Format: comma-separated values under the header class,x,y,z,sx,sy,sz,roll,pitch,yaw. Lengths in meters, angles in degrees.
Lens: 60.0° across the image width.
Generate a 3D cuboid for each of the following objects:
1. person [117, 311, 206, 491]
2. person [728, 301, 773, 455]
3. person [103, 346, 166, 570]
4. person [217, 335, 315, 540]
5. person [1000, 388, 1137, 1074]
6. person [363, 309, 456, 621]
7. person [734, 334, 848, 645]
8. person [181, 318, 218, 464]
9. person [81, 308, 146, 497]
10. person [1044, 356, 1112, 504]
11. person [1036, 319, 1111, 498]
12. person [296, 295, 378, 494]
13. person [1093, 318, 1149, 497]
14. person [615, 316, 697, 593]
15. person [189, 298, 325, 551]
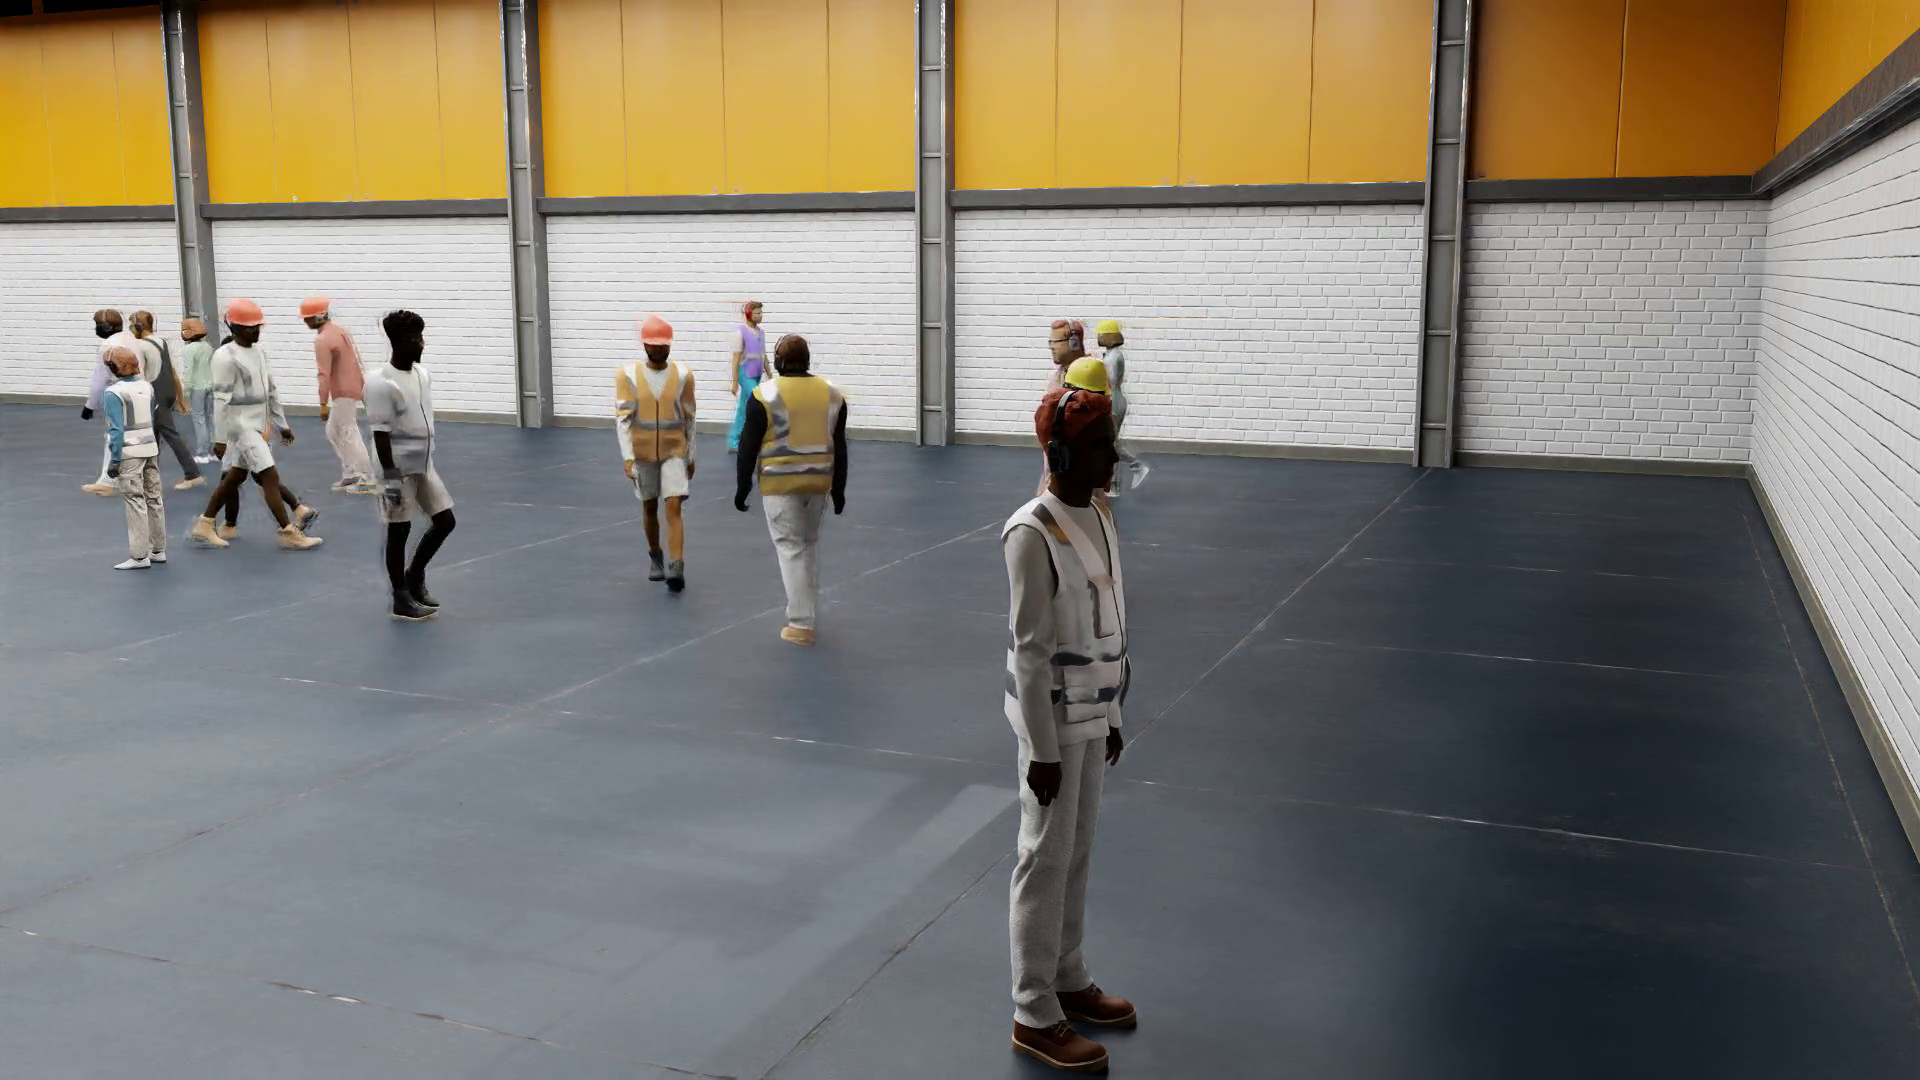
class,x,y,z,sx,sy,sz,roll,pitch,yaw
person,-7.946,-1.371,16.456,1.005,1.783,0.576,1,9,7
person,-2.336,-1.864,19.349,0.939,1.796,0.596,3,10,19
person,-6.062,-0.599,12.195,0.314,1.637,0.514,1,9,6
person,-5.714,-0.825,13.475,0.784,1.673,0.537,-1,9,-6
person,0.312,0.519,4.675,0.355,1.882,0.575,4,10,22
person,-3.421,-0.452,10.348,0.427,1.949,0.634,3,10,16
person,-1.042,-0.317,9.945,0.642,1.810,0.777,-6,11,-32
person,-8.567,-1.672,18.709,0.289,1.633,0.498,1,9,6
person,-8.066,-1.274,15.742,0.788,1.813,0.623,-1,9,-8
person,0.622,-0.065,8.594,0.322,1.761,0.522,6,11,34
person,0.666,-0.484,10.785,0.743,1.877,0.640,-5,10,-27
person,-6.002,-1.390,16.095,0.684,1.930,0.644,-1,9,-5
person,1.515,-1.266,15.967,0.503,1.732,0.495,1,9,5
person,-2.068,-0.590,11.397,0.555,1.871,1.031,-2,10,-12
person,-5.563,-0.884,12.915,1.075,1.980,0.636,0,9,1
